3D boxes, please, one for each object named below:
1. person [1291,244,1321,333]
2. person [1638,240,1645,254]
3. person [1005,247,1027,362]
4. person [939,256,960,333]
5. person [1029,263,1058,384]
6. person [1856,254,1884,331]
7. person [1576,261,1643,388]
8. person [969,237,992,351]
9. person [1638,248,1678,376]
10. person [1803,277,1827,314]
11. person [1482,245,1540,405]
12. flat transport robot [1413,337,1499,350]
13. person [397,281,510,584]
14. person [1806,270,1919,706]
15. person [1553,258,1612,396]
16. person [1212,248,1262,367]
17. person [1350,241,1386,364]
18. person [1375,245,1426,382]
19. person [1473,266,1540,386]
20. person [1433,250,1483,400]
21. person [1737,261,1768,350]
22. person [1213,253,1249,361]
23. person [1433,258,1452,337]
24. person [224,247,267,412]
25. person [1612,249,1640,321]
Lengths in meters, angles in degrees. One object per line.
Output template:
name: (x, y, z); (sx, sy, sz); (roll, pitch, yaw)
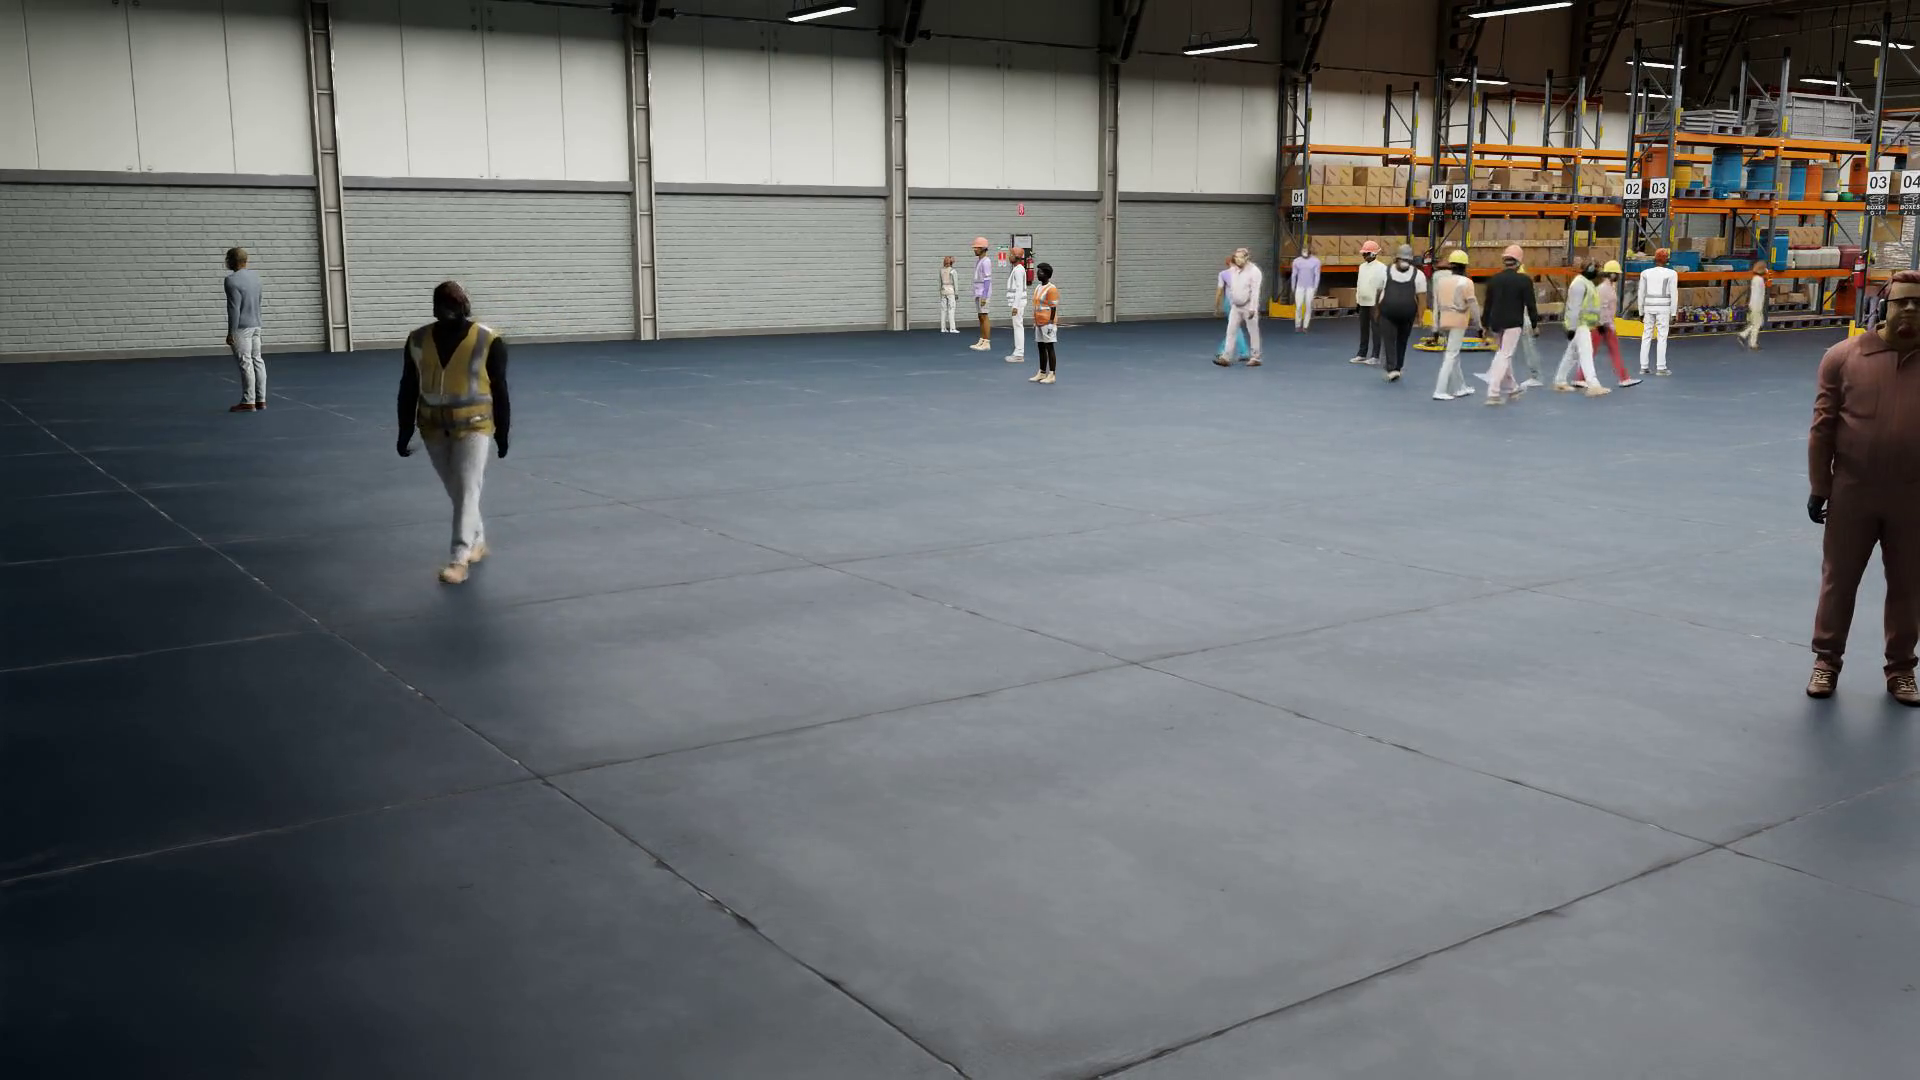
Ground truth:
person: (7.377, -5.362, 35.557); (0.628, 1.900, 0.892); (3, 11, 16)
person: (18.374, -7.103, 44.900); (0.362, 1.966, 0.611); (-4, 11, -22)
person: (0.928, -3.884, 27.484); (0.355, 1.885, 0.575); (0, 10, 0)
person: (-0.239, -5.258, 35.684); (0.517, 1.641, 0.308); (9, 14, 41)
person: (1.188, -3.047, 23.406); (0.317, 1.696, 0.538); (-5, 11, -26)
person: (18.759, -5.025, 34.247); (0.526, 1.703, 0.914); (7, 12, 33)
person: (8.804, -2.897, 22.504); (0.872, 1.725, 0.536); (9, 14, 41)
person: (0.384, -4.454, 30.170); (0.371, 2.044, 0.608); (-2, 11, -12)
person: (10.397, -3.391, 24.779); (0.343, 1.882, 0.585); (-9, 14, -41)
person: (22.569, -6.756, 43.964); (0.530, 1.603, 0.739); (9, 14, 41)
person: (6.822, -2.648, 20.541); (0.995, 1.940, 0.617); (-7, 13, -35)
flat transport robot: (9.019, -3.560, 30.126); (1.431, 0.197, 0.652); (-1, 10, -7)
person: (-3.087, -0.682, 10.203); (0.630, 1.799, 0.972); (1, 10, 6)
person: (4.094, -0.226, 7.352); (0.641, 1.913, 0.407); (4, 11, 22)
person: (8.211, -2.802, 21.856); (0.864, 1.785, 0.654); (7, 12, 32)
person: (4.435, -3.660, 26.294); (0.943, 1.860, 0.665); (-9, 14, -40)
person: (6.646, -3.846, 26.980); (0.392, 1.990, 0.612); (-6, 12, -29)
person: (6.289, -3.285, 23.767); (0.689, 2.000, 1.104); (2, 10, 9)
person: (7.627, -2.968, 22.957); (0.931, 1.685, 0.497); (-1, 10, -5)
person: (6.331, -2.725, 21.133); (0.861, 1.884, 0.594); (-5, 12, -27)
person: (14.452, -4.244, 30.181); (0.407, 1.621, 0.504); (4, 11, 22)
person: (4.567, -3.889, 27.829); (0.571, 1.785, 0.934); (-6, 12, -32)
person: (10.024, -5.003, 34.315); (0.629, 1.611, 0.528); (-10, 14, -43)
person: (-8.458, -2.482, 19.647); (0.368, 1.938, 0.633); (1, 10, 7)
person: (14.539, -5.443, 36.258); (0.820, 1.811, 0.594); (-9, 13, -40)
